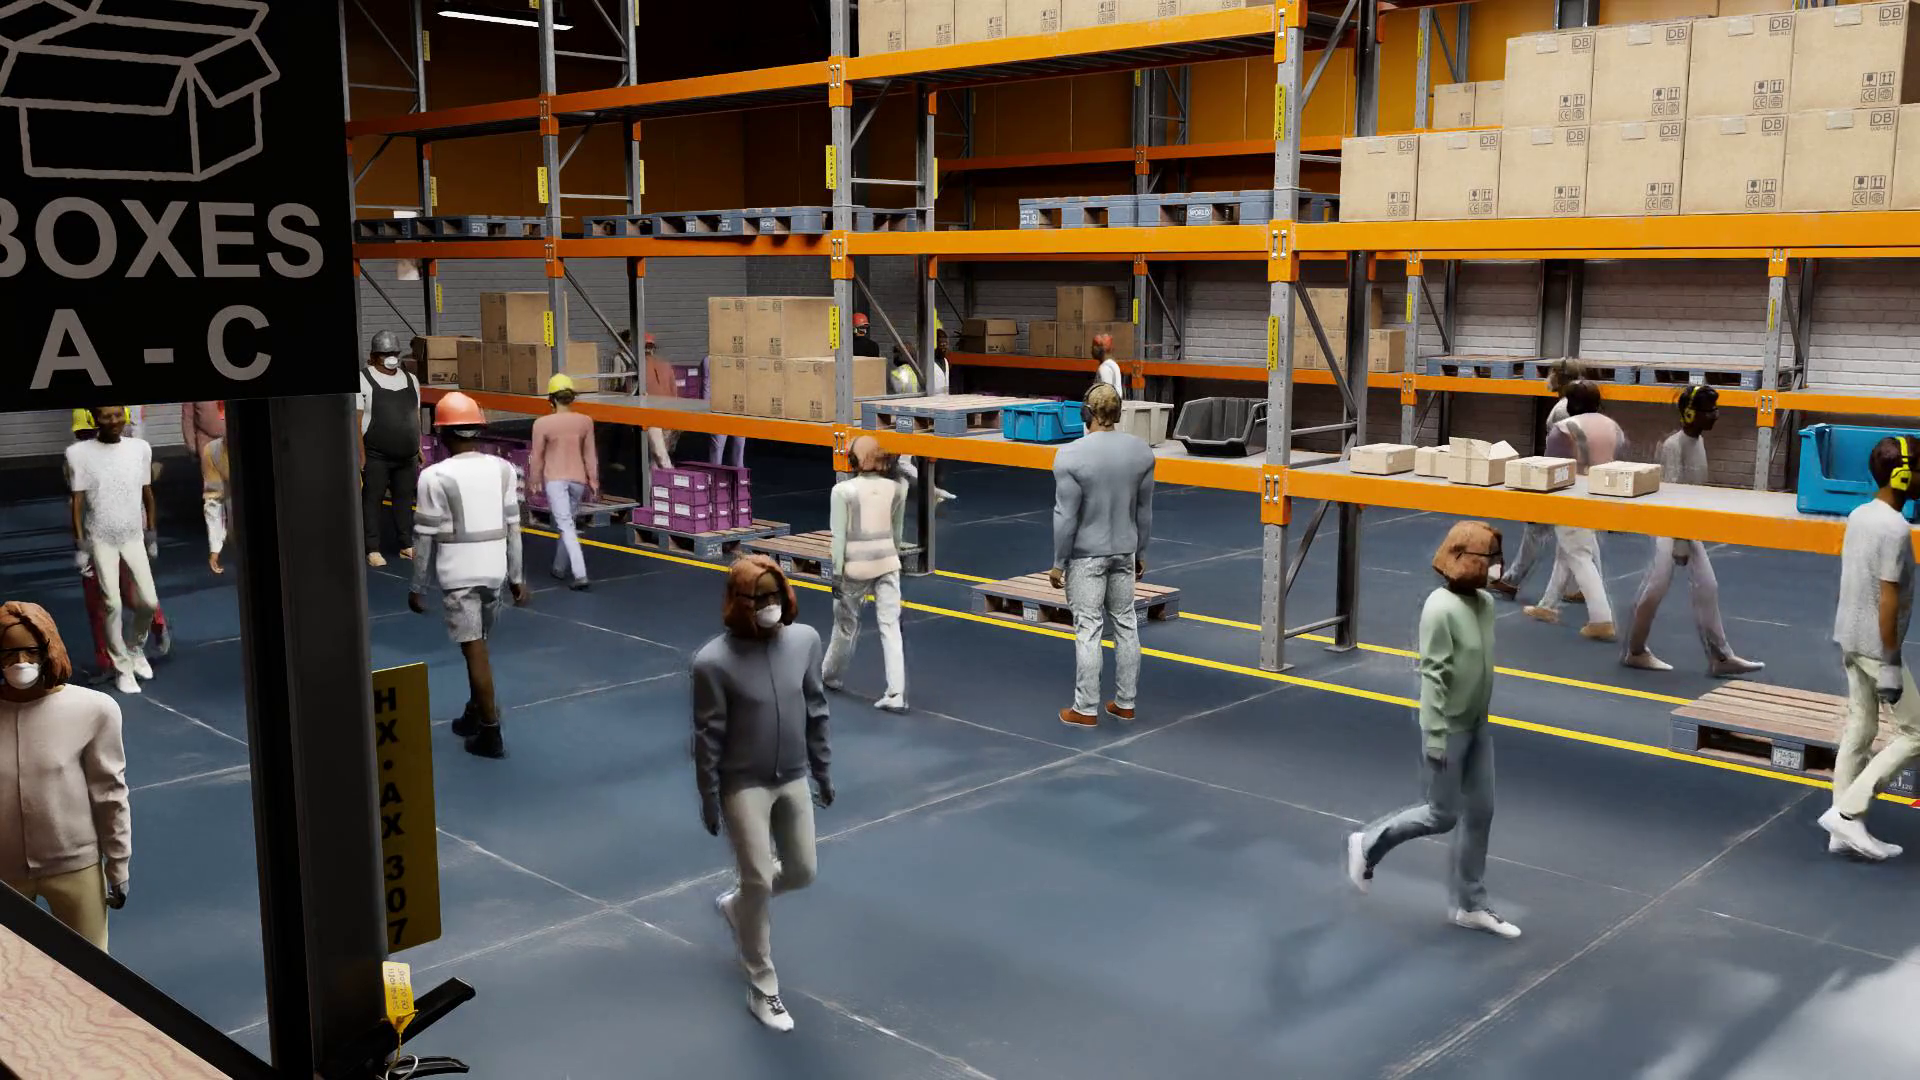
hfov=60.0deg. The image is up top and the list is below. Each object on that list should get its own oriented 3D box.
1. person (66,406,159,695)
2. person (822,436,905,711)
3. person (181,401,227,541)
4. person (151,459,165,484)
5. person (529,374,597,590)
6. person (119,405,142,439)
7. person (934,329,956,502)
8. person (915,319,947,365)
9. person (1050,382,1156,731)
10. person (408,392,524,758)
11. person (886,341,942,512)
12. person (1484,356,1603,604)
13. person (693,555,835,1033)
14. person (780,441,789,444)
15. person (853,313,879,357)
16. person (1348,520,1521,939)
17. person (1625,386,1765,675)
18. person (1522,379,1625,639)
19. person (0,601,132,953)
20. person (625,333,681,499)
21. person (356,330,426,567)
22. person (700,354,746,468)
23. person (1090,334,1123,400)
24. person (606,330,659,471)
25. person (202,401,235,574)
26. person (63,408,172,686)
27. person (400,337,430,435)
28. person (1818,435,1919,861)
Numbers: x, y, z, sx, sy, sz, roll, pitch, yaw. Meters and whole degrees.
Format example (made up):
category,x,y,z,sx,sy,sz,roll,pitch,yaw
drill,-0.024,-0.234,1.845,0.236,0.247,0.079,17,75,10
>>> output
category,x,y,z,sx,sy,sz,roll,pitch,yaw
person,-5.090,0.012,10.018,0.515,1.852,0.416,-8,13,-42
person,-0.565,0.180,9.775,0.524,1.582,0.896,-6,11,-31
person,-6.974,-0.930,15.683,0.665,1.885,0.436,-4,10,-23
person,-9.631,-1.418,19.310,0.592,1.684,0.538,-3,10,-18
person,-3.189,-0.474,13.402,0.533,1.722,0.893,-8,12,-39
person,-7.860,-0.850,15.406,0.585,1.824,0.404,0,9,3
person,-0.295,-1.378,18.377,0.397,1.908,0.610,4,10,23
person,-0.432,-2.045,22.515,0.885,1.899,0.598,8,12,42
person,0.779,0.094,9.247,0.628,1.940,0.373,-5,10,-27
person,-2.660,0.178,8.803,0.771,1.909,0.566,8,12,39
person,-0.507,-1.154,17.255,0.746,1.823,0.626,5,11,29
person,4.507,-0.452,12.733,1.000,1.889,0.645,5,11,30
person,-0.707,0.829,5.731,0.511,1.613,0.552,-7,12,-39
person,-2.759,-2.380,24.586,0.587,1.867,1.021,-4,10,-24
person,-1.293,-1.931,21.494,0.381,1.995,0.611,7,12,37
person,1.868,0.711,6.433,0.510,1.615,0.612,-9,13,-44
person,4.621,-0.040,10.369,0.899,1.832,0.560,9,13,43
person,4.346,-0.229,11.695,0.620,1.800,0.941,-5,11,-30
person,-2.668,0.973,4.822,0.497,1.629,0.276,-4,10,-22
person,-3.283,-1.261,17.792,1.200,1.882,0.632,8,12,41
person,-4.928,-0.803,14.434,0.536,2.000,0.673,8,12,41
person,-2.610,-1.452,18.825,0.652,1.906,0.403,-6,11,-33
person,1.540,-1.272,17.827,0.442,1.869,0.598,3,10,17
person,-4.096,-1.739,20.925,0.976,1.790,0.510,3,10,18
person,-4.197,0.007,9.897,0.570,1.898,0.750,0,9,-1
person,-5.276,-0.001,10.388,0.528,1.747,0.587,0,9,2
person,-7.544,-2.038,23.244,0.519,1.624,0.450,0,9,1
person,3.975,0.477,7.146,0.386,1.855,0.549,1,9,8
